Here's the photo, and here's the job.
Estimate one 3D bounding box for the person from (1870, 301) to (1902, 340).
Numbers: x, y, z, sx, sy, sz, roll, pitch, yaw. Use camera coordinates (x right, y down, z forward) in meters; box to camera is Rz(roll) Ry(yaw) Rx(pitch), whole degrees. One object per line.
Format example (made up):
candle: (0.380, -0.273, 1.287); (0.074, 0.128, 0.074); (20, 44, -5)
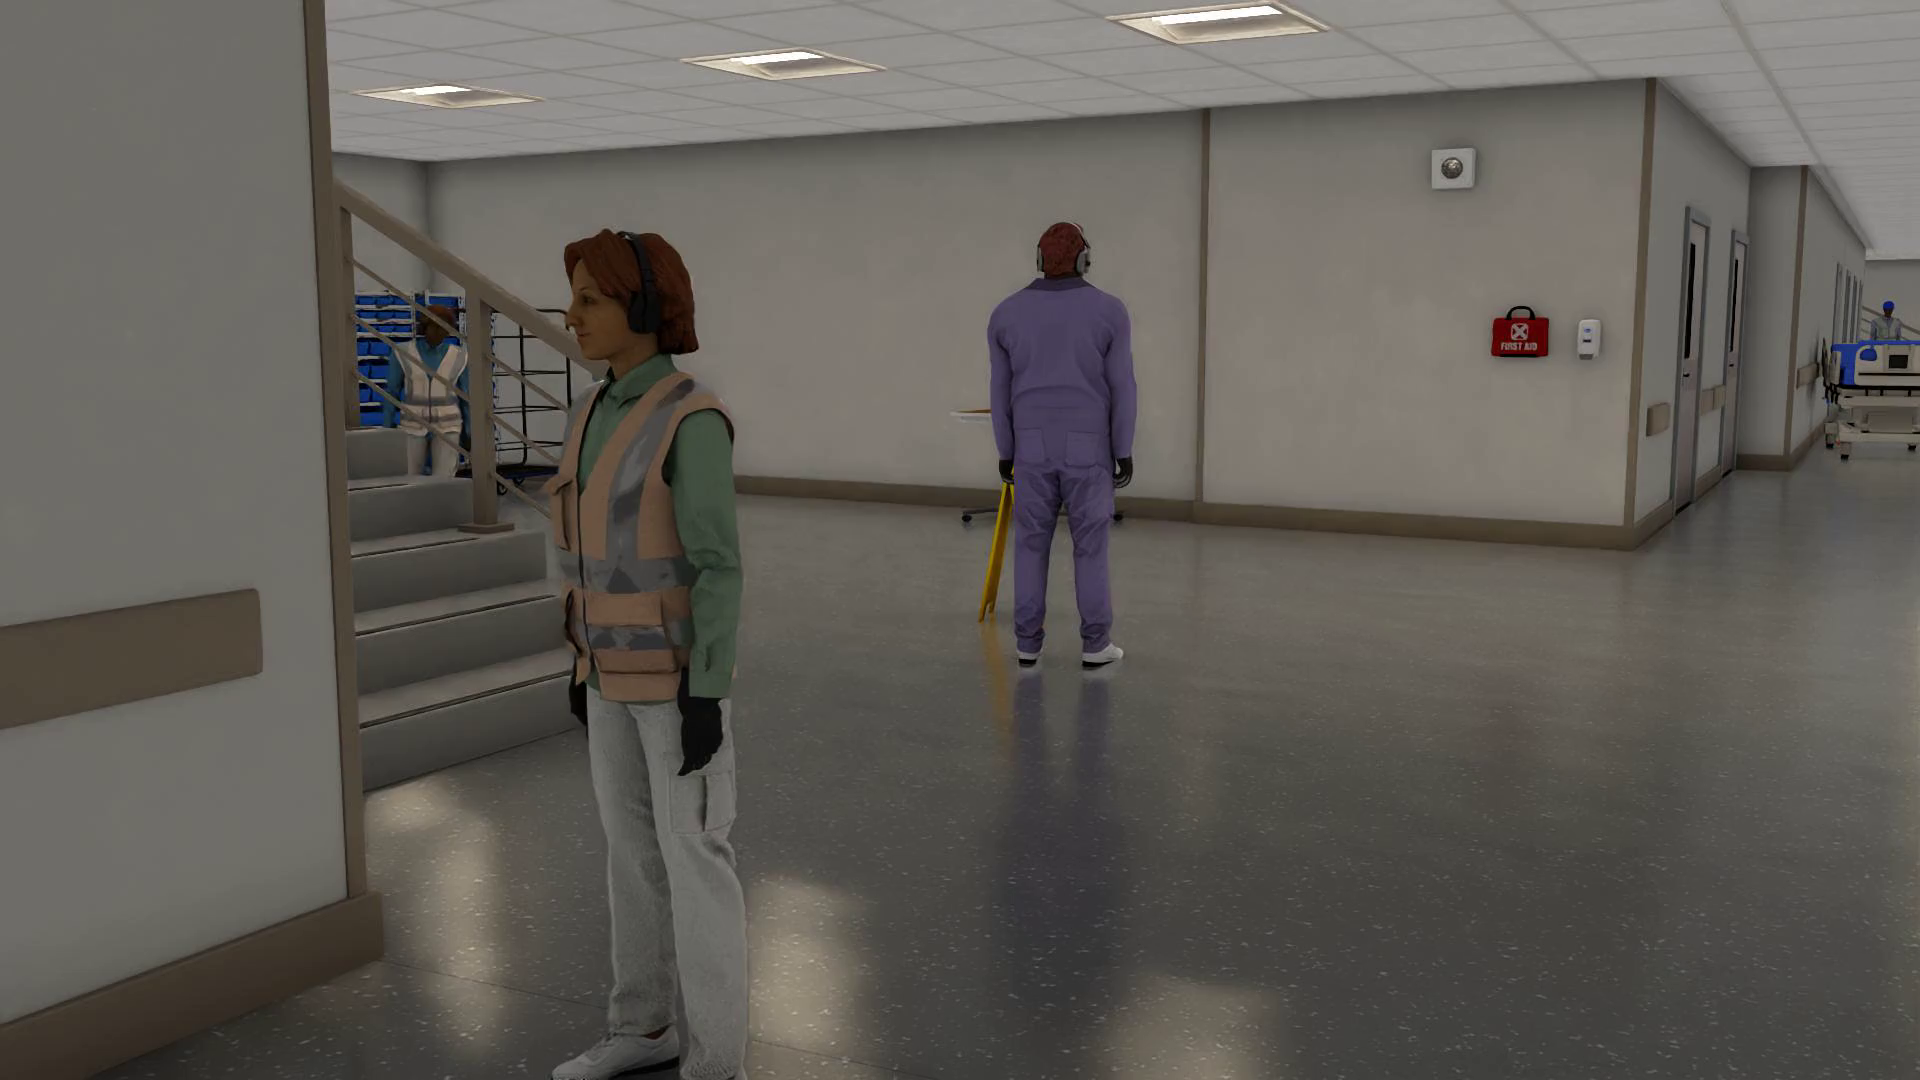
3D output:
person: (19.252, -3.990, 34.607); (0.605, 1.948, 0.391); (1, 8, 10)

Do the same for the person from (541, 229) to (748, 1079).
person: (-0.570, 0.264, 3.049); (0.313, 1.639, 0.517); (-6, 9, -38)

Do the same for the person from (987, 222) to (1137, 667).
person: (0.450, -0.404, 7.173); (0.643, 1.909, 0.410); (2, 8, 17)

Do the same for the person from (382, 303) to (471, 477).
person: (-3.293, -0.668, 10.322); (0.570, 1.604, 0.612); (-2, 8, -15)
